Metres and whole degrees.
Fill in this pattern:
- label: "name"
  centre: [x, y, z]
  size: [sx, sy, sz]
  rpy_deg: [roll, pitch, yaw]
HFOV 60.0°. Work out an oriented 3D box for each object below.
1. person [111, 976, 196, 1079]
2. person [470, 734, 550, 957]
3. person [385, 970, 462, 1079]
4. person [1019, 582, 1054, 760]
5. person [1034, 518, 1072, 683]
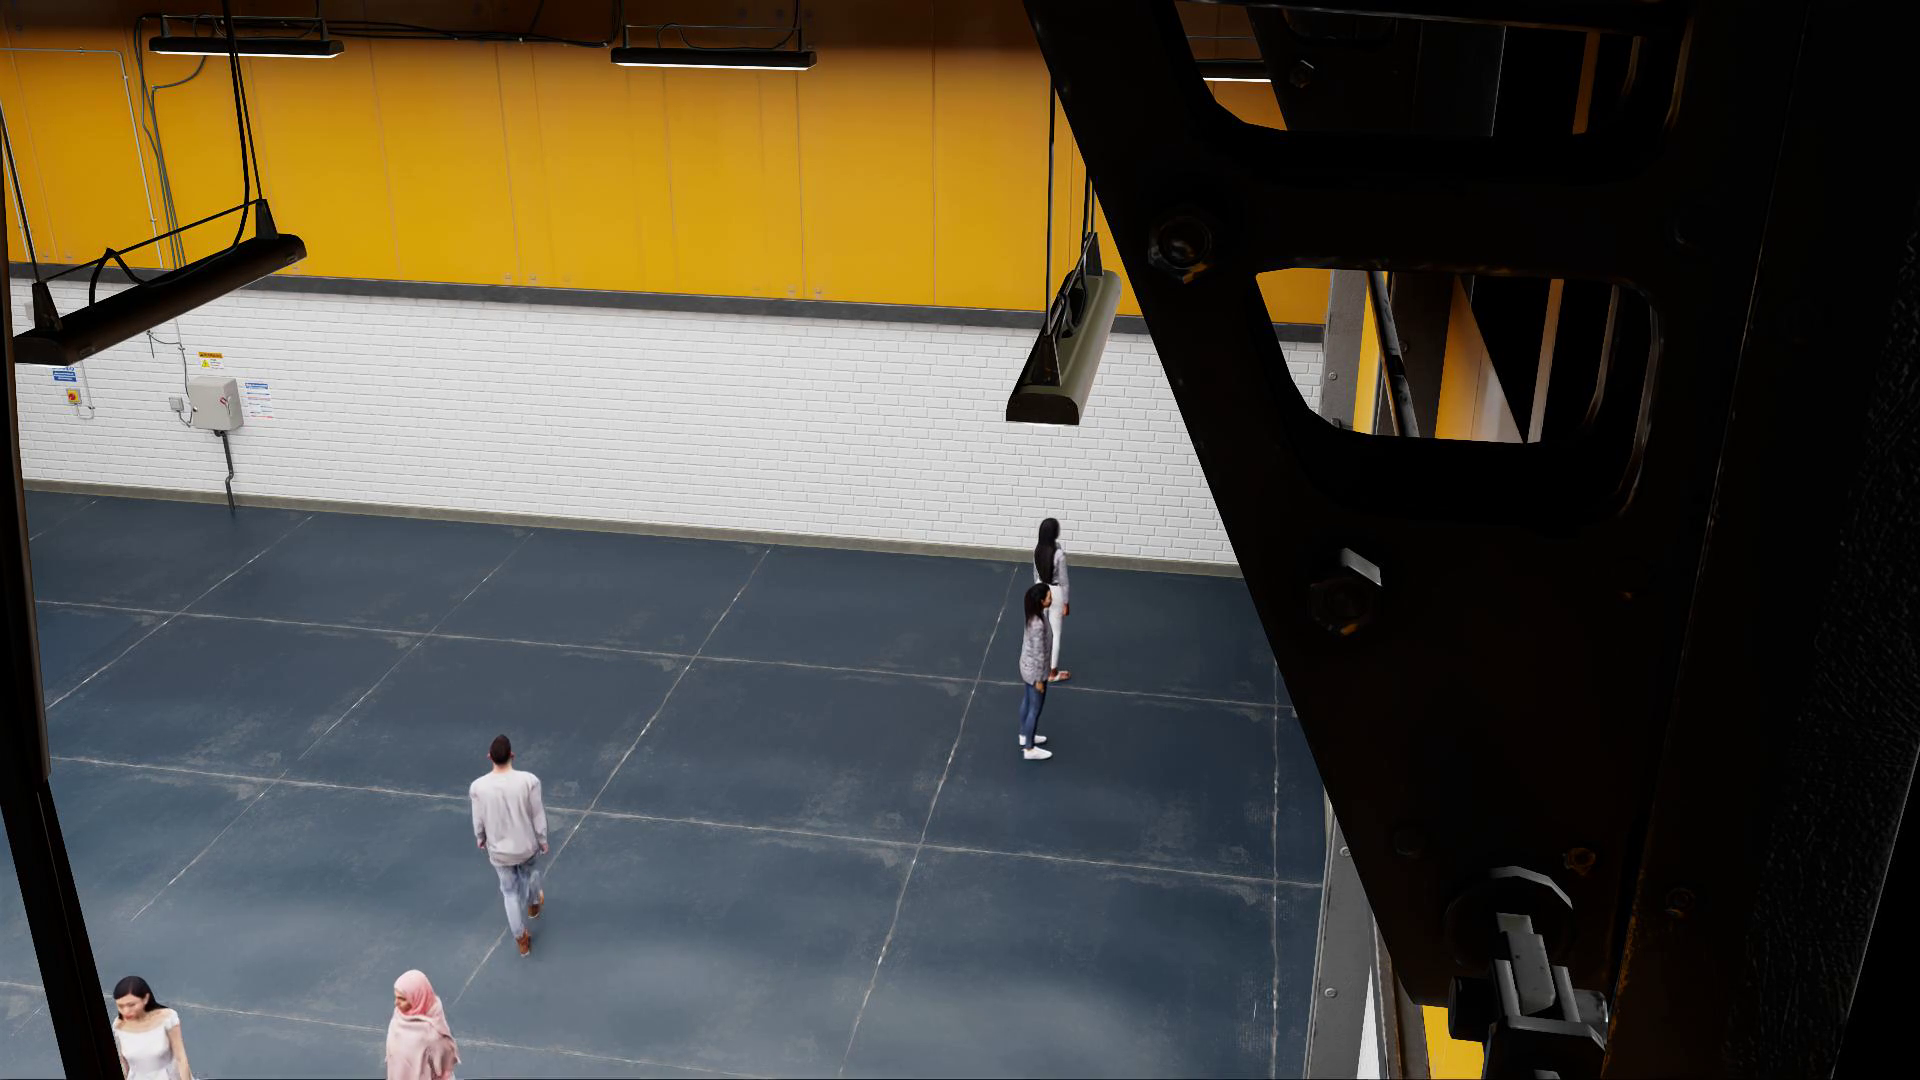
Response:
- label: "person"
  centre: [-4.905, 3.390, 10.298]
  size: [0.927, 1.738, 1.225]
  rpy_deg: [-6, 24, -13]
- label: "person"
  centre: [-3.391, 2.340, 12.598]
  size: [0.920, 1.819, 1.071]
  rpy_deg: [-5, 24, -12]
- label: "person"
  centre: [-3.209, 3.379, 10.291]
  size: [1.074, 1.764, 1.262]
  rpy_deg: [22, 32, 40]
- label: "person"
  centre: [0.688, 1.184, 15.352]
  size: [0.714, 1.732, 0.552]
  rpy_deg: [-3, 24, -6]
- label: "person"
  centre: [0.907, 0.581, 16.742]
  size: [0.700, 1.723, 0.665]
  rpy_deg: [-19, 30, -37]
